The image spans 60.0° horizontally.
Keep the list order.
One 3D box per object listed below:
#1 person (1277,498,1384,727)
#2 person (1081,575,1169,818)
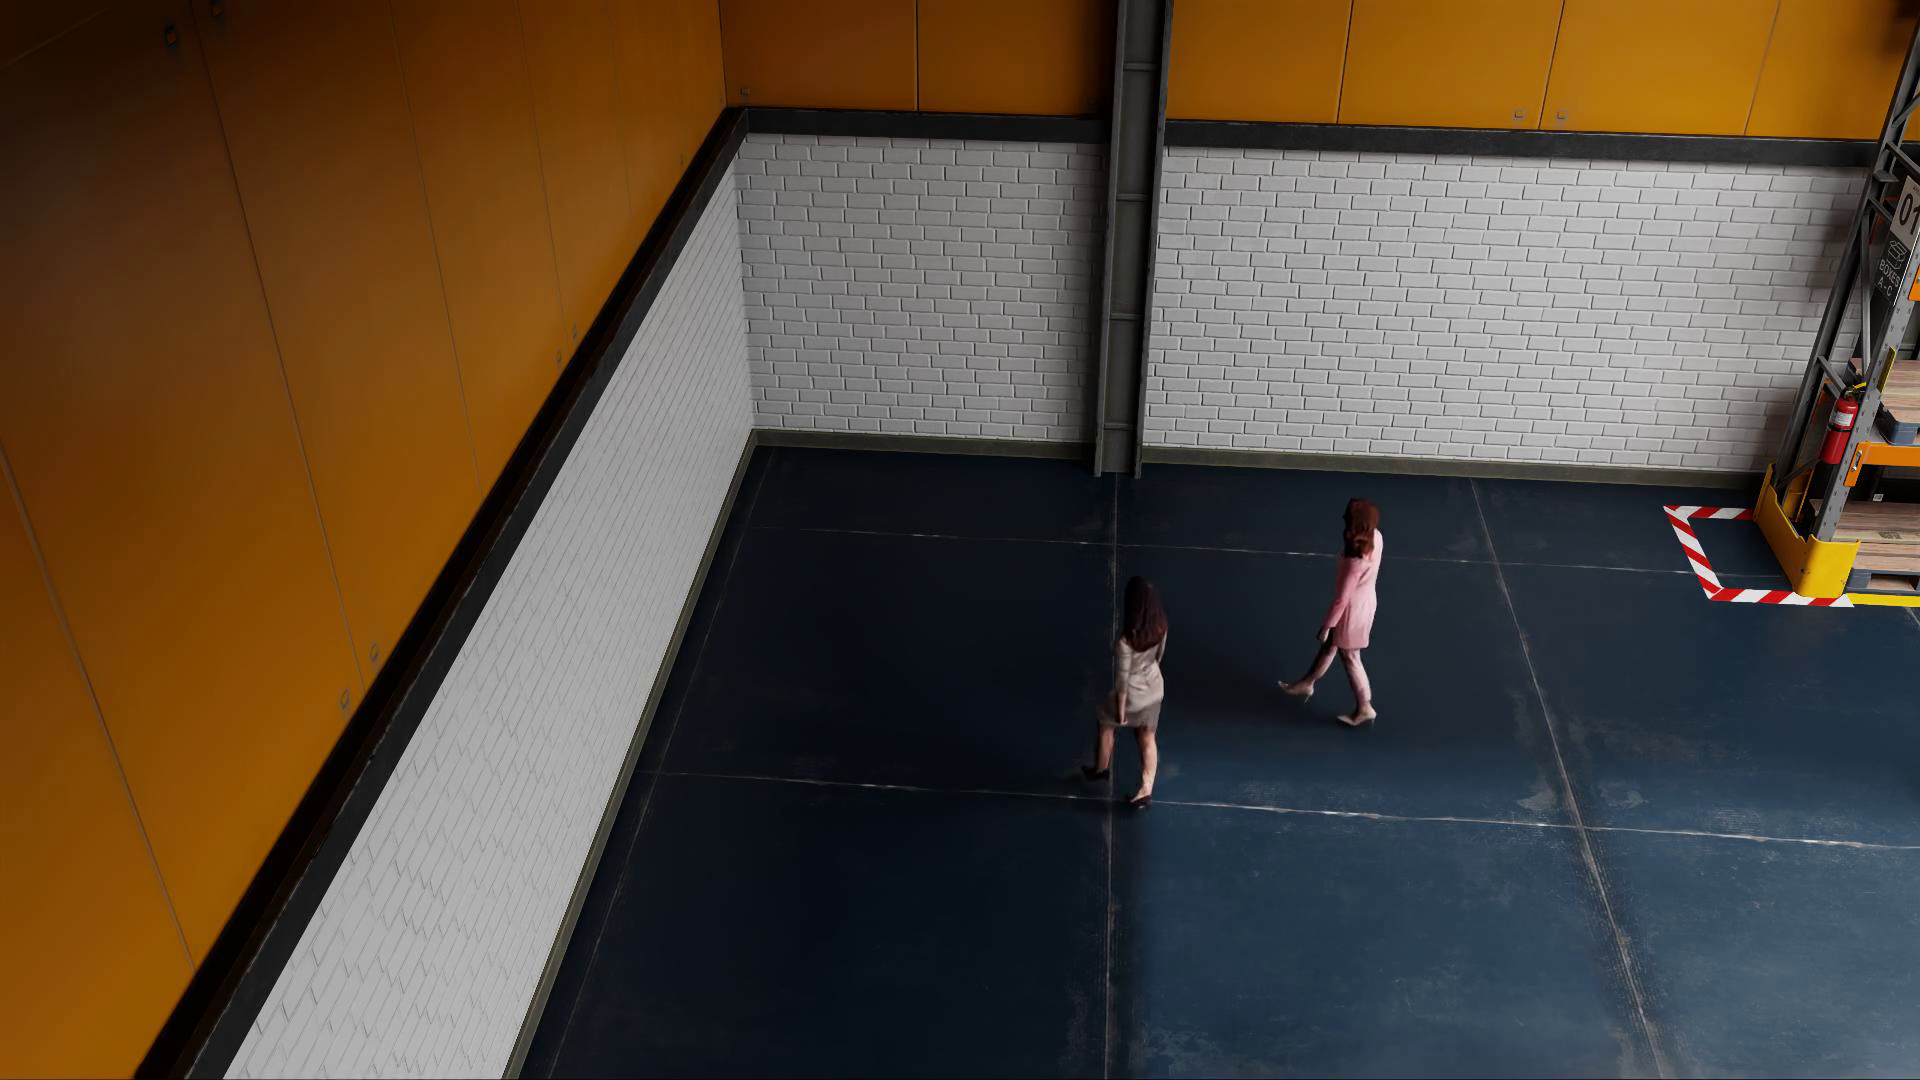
[{"bbox_3d":[2.653,0.529,10.973,1.057,1.770,0.871,17,37,23],"label":"person"},{"bbox_3d":[1.140,1.012,10.289,0.884,1.723,0.930,-21,39,-29],"label":"person"}]
